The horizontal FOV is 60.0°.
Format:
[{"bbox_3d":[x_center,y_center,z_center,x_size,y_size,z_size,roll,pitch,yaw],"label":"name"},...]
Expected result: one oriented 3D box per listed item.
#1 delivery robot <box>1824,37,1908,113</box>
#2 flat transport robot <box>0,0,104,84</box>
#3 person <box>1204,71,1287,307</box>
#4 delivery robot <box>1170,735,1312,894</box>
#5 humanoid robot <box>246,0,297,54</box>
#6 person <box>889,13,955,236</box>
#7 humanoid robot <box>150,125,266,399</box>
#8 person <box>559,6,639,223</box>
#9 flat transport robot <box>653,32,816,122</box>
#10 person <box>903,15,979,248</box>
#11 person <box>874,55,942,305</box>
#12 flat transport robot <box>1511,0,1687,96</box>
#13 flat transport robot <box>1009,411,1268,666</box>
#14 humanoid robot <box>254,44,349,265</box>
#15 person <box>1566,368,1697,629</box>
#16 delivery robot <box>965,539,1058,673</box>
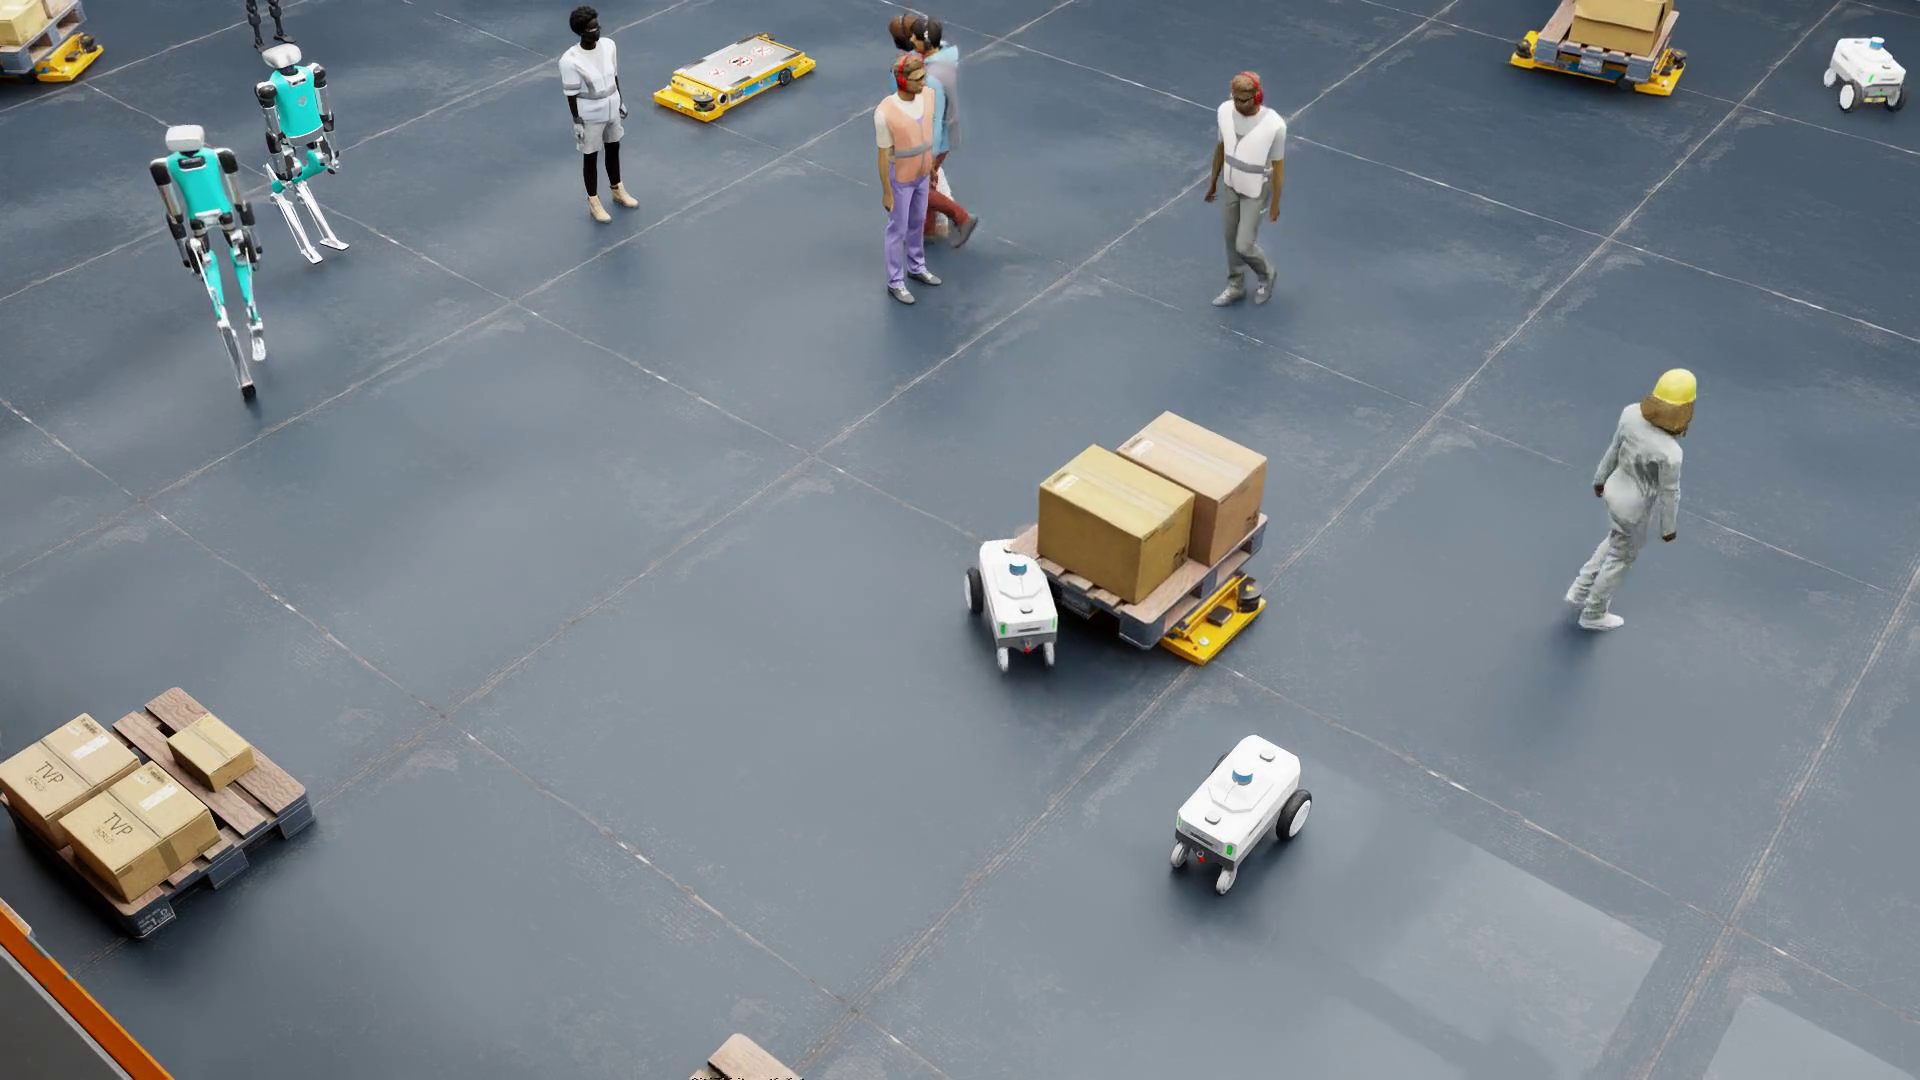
[{"bbox_3d":[8.033,-4.130,14.731,0.499,0.614,0.815,-2,40,-2],"label":"delivery robot"},{"bbox_3d":[-8.752,-4.457,15.321,1.431,0.231,0.659,3,40,3],"label":"flat transport robot"},{"bbox_3d":[2.027,-2.479,11.793,0.432,1.822,0.583,-27,47,-28],"label":"person"},{"bbox_3d":[1.383,1.322,8.280,0.499,0.566,0.739,27,47,28],"label":"delivery robot"},{"bbox_3d":[-6.474,-5.340,15.263,0.315,1.656,0.599,27,47,28],"label":"humanoid robot"},{"bbox_3d":[-0.294,-3.103,12.545,0.462,1.806,0.661,23,46,25],"label":"person"},{"bbox_3d":[-4.884,-1.770,11.036,0.541,1.760,0.966,-15,42,-16],"label":"humanoid robot"},{"bbox_3d":[-2.795,-3.297,12.852,0.316,1.696,0.540,27,47,28],"label":"person"},{"bbox_3d":[-2.024,-4.187,15.003,0.659,0.231,1.431,27,47,28],"label":"flat transport robot"},{"bbox_3d":[-0.192,-2.981,12.352,0.521,1.861,0.568,-2,40,-2],"label":"person"},{"bbox_3d":[-0.379,-2.600,11.921,0.382,1.841,0.569,27,47,28],"label":"person"},{"bbox_3d":[5.868,-4.421,15.279,1.431,0.231,0.659,20,44,22],"label":"flat transport robot"},{"bbox_3d":[1.033,0.198,9.845,1.431,0.231,0.659,29,48,30],"label":"flat transport robot"},{"bbox_3d":[-4.919,-2.881,12.231,0.735,1.677,0.533,27,47,28],"label":"humanoid robot"},{"bbox_3d":[3.739,-0.200,9.175,0.367,1.728,0.498,-6,41,-7],"label":"person"},{"bbox_3d":[0.320,0.325,9.490,0.499,0.613,0.797,-6,41,-7],"label":"delivery robot"}]
